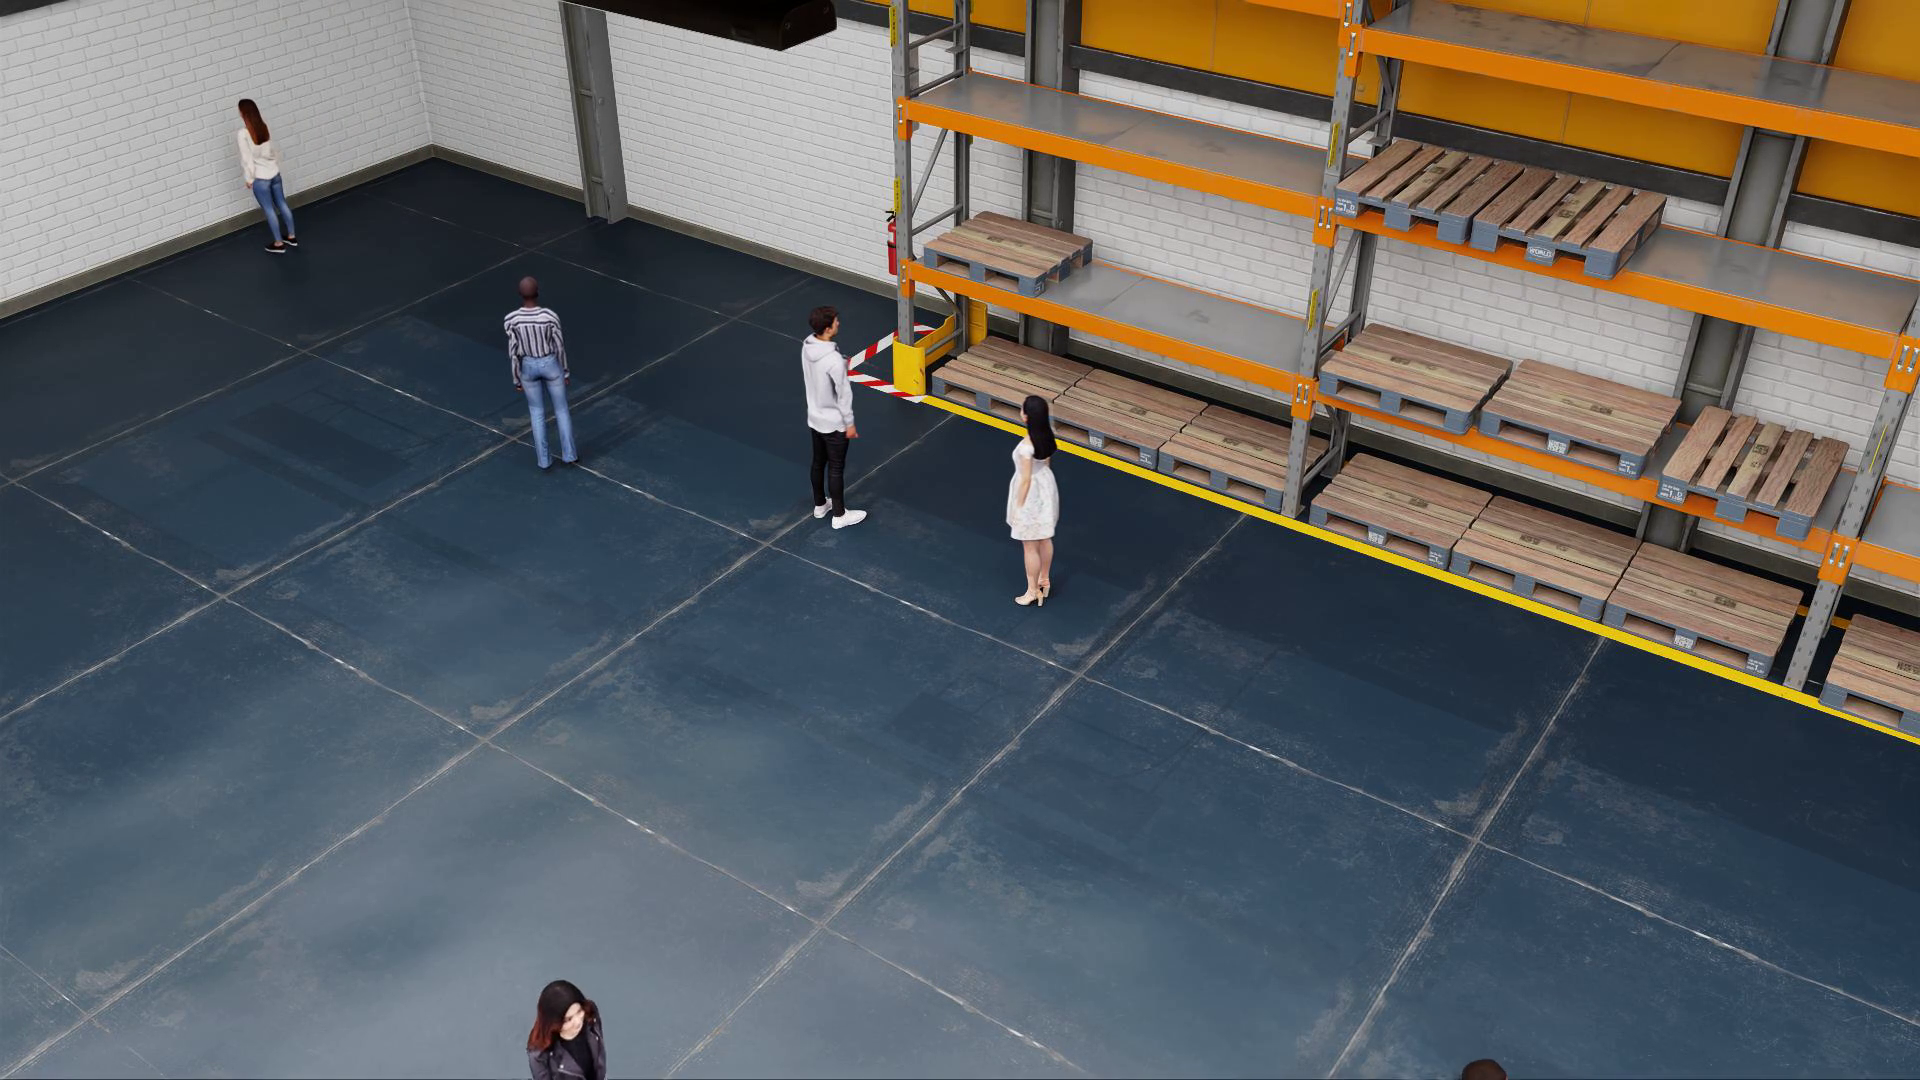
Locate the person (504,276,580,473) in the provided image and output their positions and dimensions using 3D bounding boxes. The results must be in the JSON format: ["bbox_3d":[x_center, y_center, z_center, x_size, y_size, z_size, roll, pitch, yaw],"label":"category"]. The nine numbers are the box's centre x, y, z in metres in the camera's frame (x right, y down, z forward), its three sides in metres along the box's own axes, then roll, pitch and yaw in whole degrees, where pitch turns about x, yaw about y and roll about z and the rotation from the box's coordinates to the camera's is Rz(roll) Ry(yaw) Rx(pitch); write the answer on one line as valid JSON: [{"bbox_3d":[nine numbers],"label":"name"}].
[{"bbox_3d":[-3.550,-1.400,14.136,0.698,1.794,0.759,-6,34,-9],"label":"person"}]

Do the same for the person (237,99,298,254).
[{"bbox_3d":[-7.562,-3.966,18.089,0.596,1.692,0.656,15,36,21],"label":"person"}]

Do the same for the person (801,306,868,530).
[{"bbox_3d":[-1.069,-0.997,13.406,0.787,1.931,0.616,-27,42,-34],"label":"person"}]

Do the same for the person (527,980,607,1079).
[{"bbox_3d":[-1.952,2.724,8.116,1.083,1.590,0.656,23,40,30],"label":"person"}]

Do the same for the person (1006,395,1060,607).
[{"bbox_3d":[0.549,-0.290,12.485,0.628,1.773,0.645,19,38,27],"label":"person"}]
